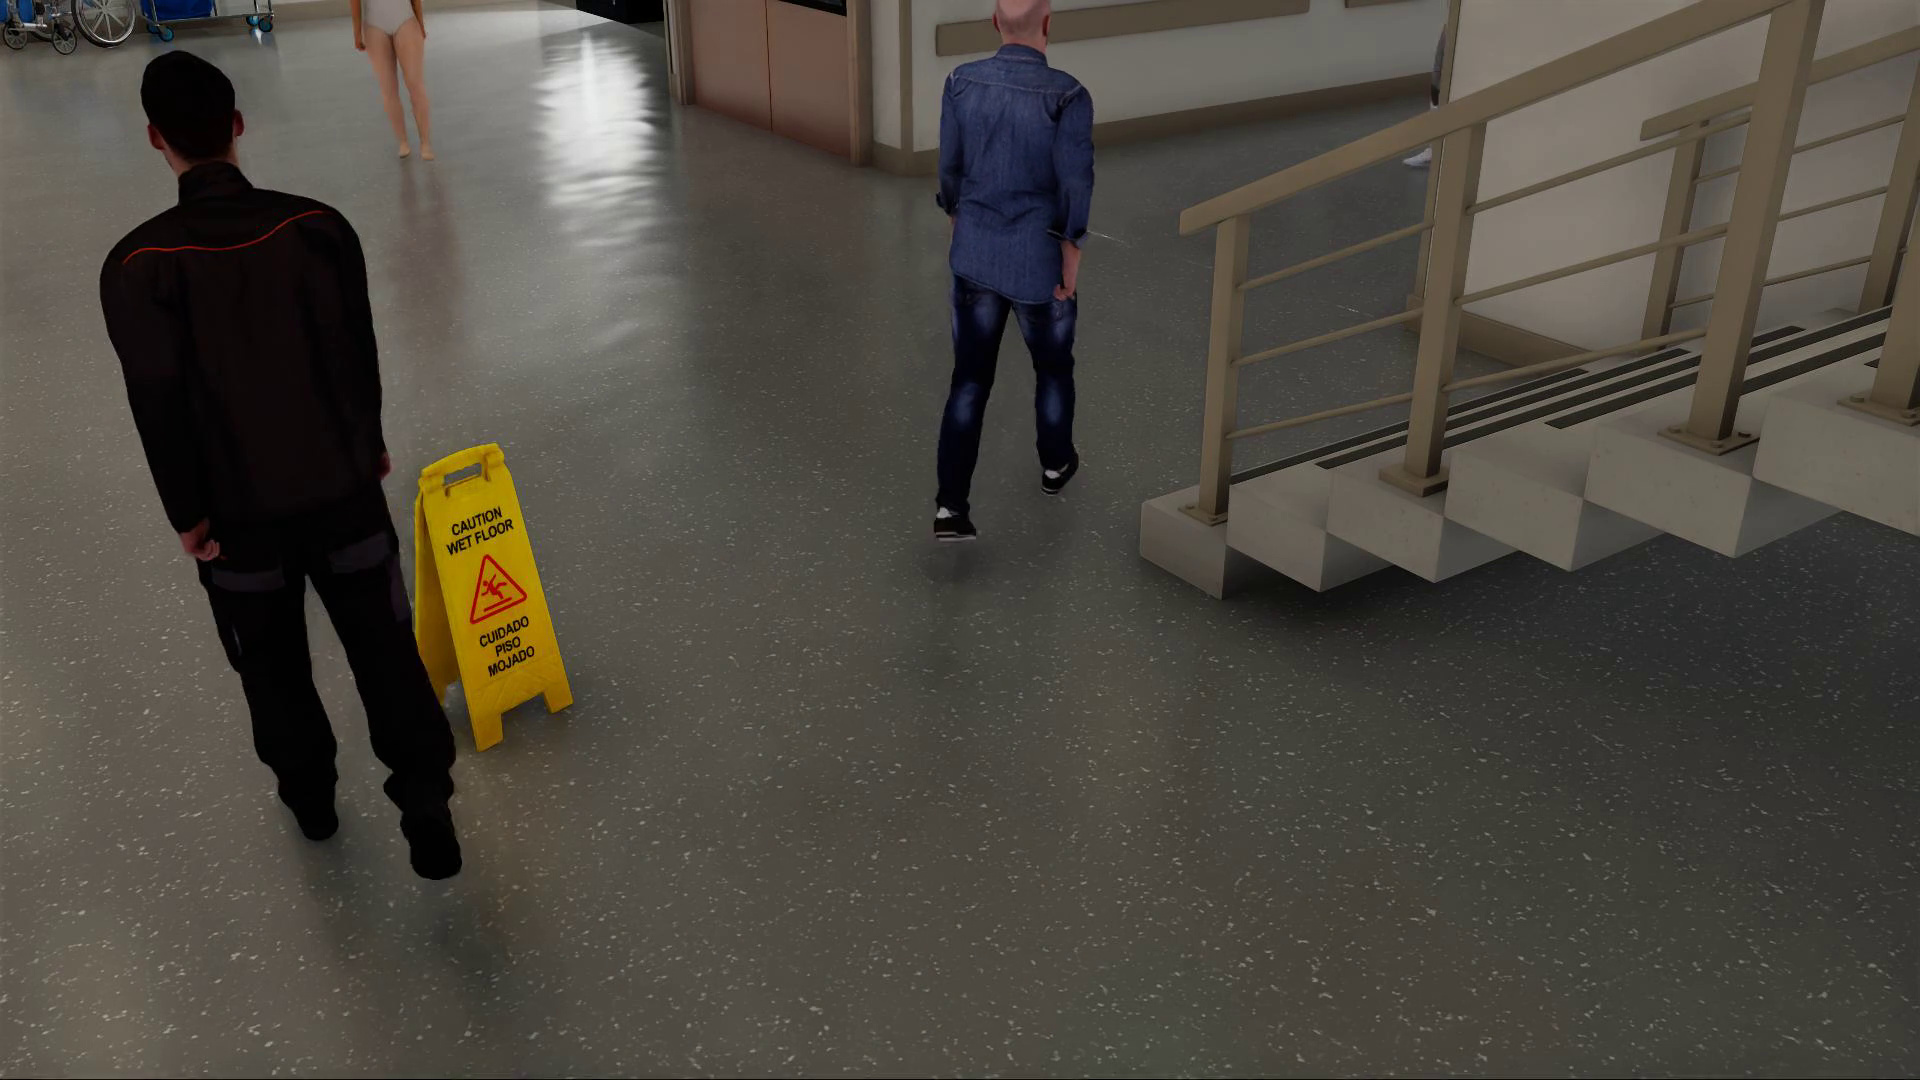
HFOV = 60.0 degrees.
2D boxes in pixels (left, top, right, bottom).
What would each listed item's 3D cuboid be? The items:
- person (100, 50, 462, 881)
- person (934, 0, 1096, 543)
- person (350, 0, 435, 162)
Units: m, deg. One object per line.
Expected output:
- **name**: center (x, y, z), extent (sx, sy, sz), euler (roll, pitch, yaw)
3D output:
- **person**: center (-1.449, -0.076, 3.657), extent (0.701, 1.894, 1.063), euler (-16, 30, -30)
- **person**: center (0.133, -0.823, 5.332), extent (1.254, 1.785, 1.215), euler (9, 27, 18)
- **person**: center (-3.594, -3.235, 10.516), extent (0.694, 1.627, 0.766), euler (-5, 26, -10)
